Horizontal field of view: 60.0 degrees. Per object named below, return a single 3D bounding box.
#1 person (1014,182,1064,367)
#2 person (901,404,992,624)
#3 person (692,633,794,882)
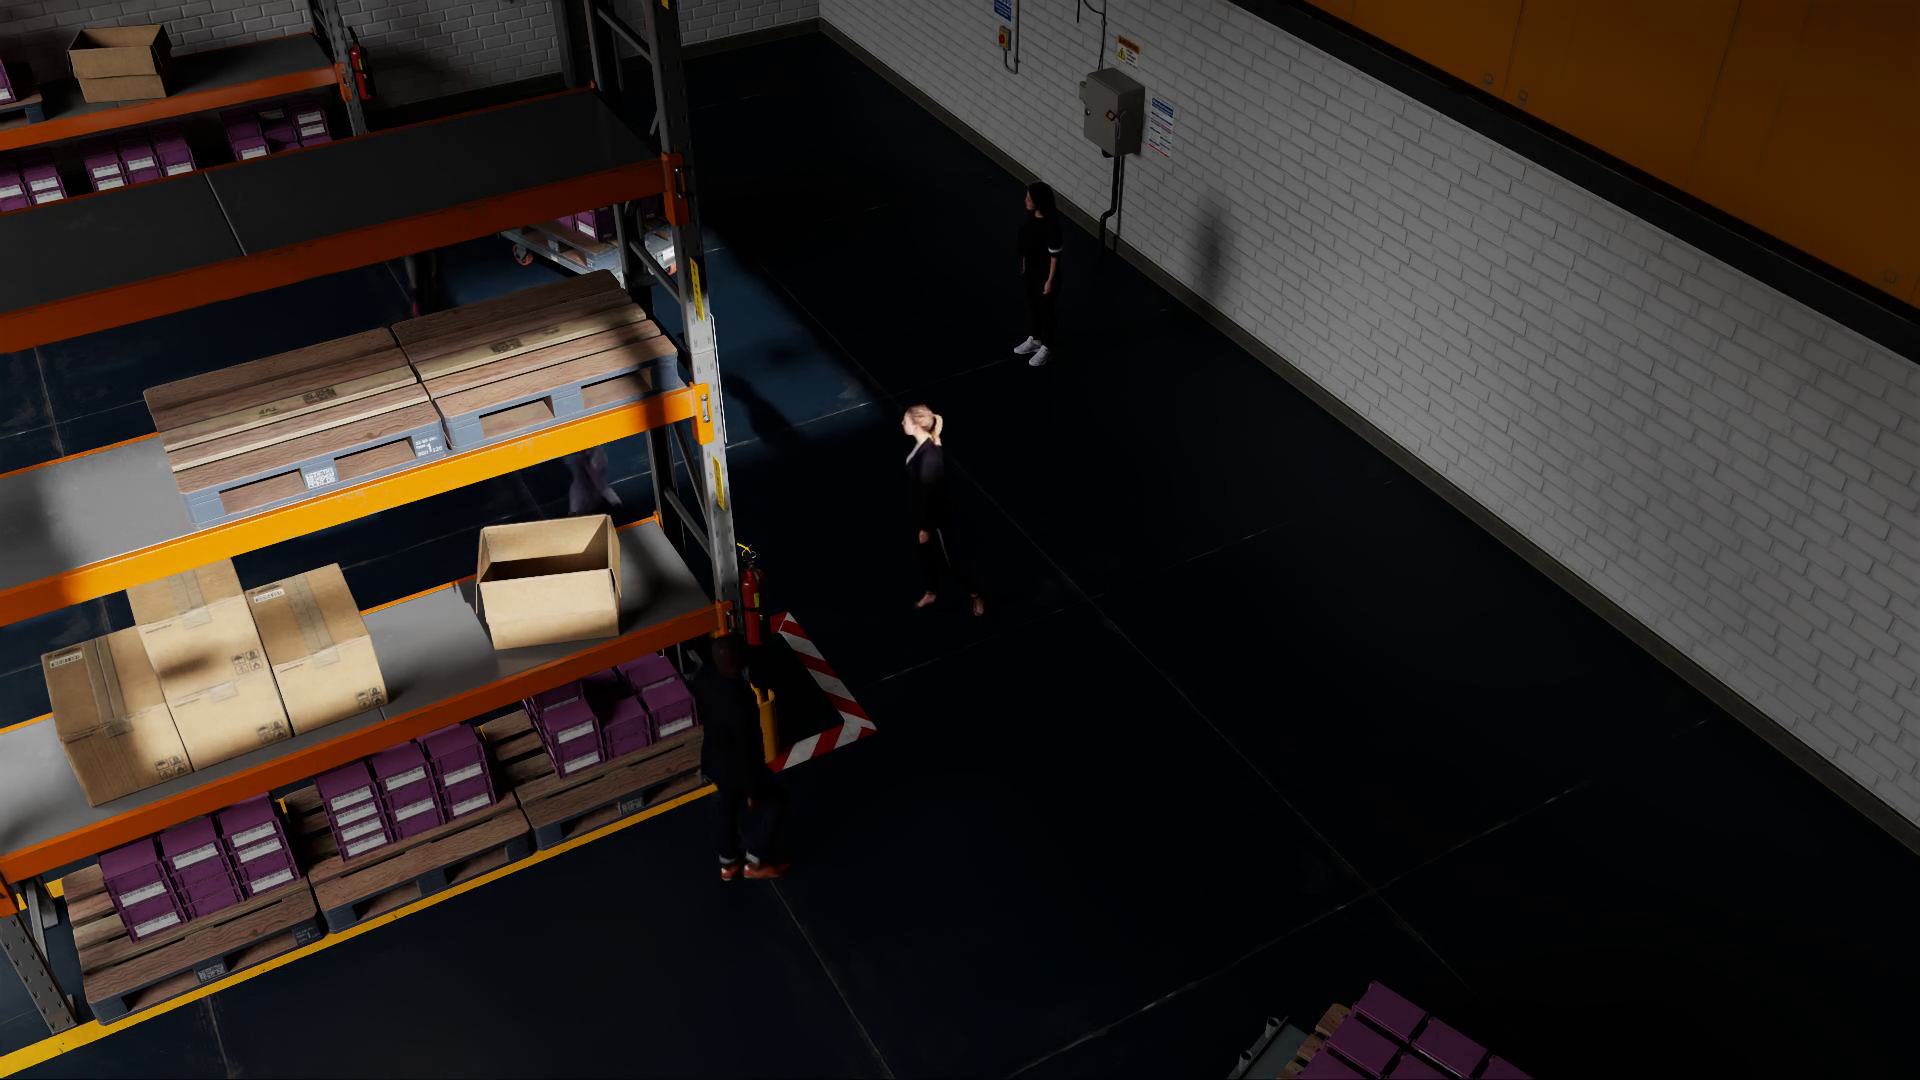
[{"bbox_3d":[0.668,-2.195,13.618,0.574,1.638,0.597,-18,42,-22],"label":"person"},{"bbox_3d":[-0.110,-0.142,11.017,0.939,1.676,0.831,-4,39,-5],"label":"person"},{"bbox_3d":[-1.309,1.263,9.158,0.702,1.802,0.724,-24,45,-27],"label":"person"}]
